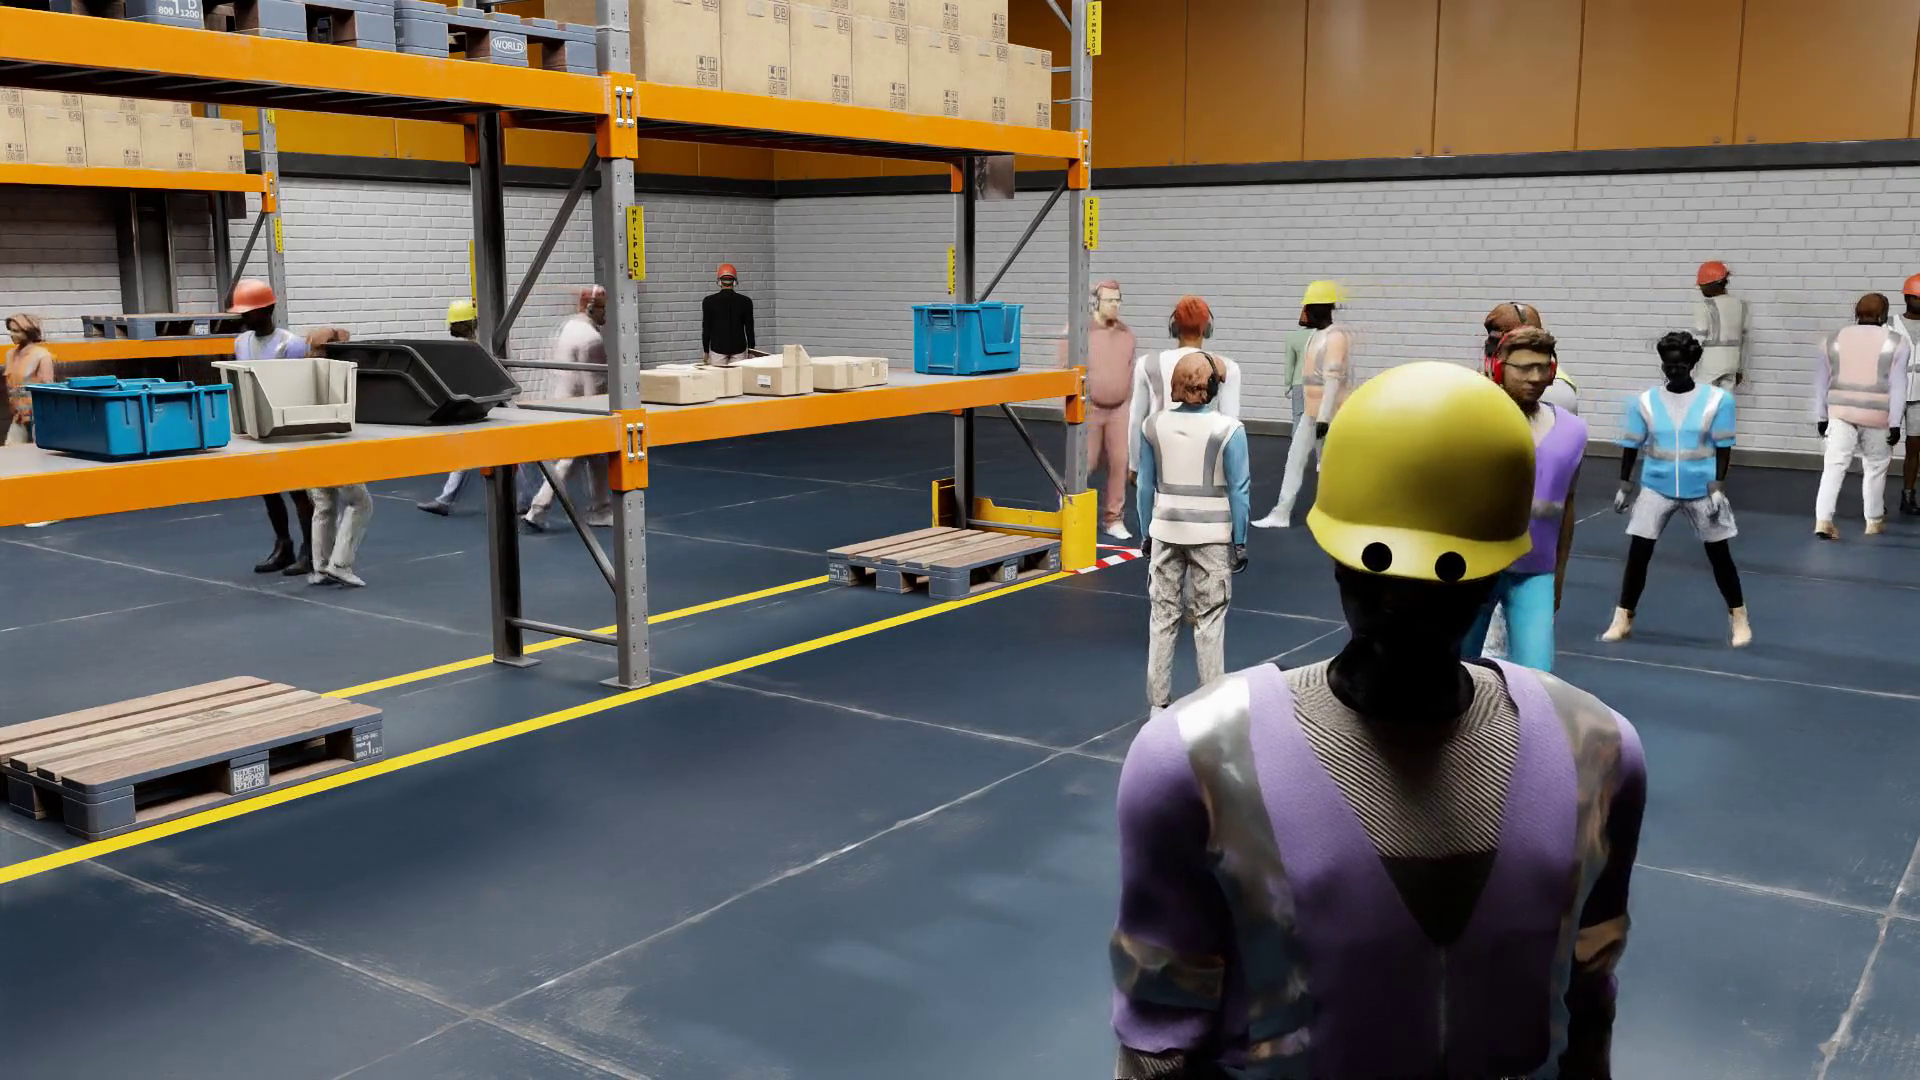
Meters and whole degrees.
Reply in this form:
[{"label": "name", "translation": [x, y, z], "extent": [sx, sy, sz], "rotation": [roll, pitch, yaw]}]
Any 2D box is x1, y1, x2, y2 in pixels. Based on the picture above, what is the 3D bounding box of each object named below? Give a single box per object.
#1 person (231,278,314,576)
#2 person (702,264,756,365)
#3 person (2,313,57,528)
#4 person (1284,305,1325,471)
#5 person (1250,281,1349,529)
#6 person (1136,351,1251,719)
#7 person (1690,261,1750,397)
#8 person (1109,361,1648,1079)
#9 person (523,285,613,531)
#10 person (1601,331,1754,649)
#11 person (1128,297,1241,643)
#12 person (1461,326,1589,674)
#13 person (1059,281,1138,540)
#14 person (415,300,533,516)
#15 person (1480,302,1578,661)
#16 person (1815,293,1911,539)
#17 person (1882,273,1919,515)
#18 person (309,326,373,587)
[{"label": "person", "translation": [-4.412, -0.709, 10.652], "extent": [0.559, 1.915, 0.439], "rotation": [4, 10, 20]}, {"label": "person", "translation": [-2.692, -2.210, 19.368], "extent": [0.612, 1.988, 0.402], "rotation": [-3, 10, -15]}, {"label": "person", "translation": [-7.056, -0.904, 12.633], "extent": [0.542, 1.624, 0.365], "rotation": [5, 11, 27]}, {"label": "person", "translation": [3.367, -1.469, 15.997], "extent": [0.500, 1.633, 0.285], "rotation": [2, 10, 12]}, {"label": "person", "translation": [2.735, -0.994, 12.455], "extent": [0.979, 1.882, 0.603], "rotation": [-1, 10, -8]}, {"label": "person", "translation": [1.003, 0.008, 7.183], "extent": [0.523, 1.638, 0.310], "rotation": [6, 11, 33]}, {"label": "person", "translation": [7.105, -1.606, 15.697], "extent": [0.857, 2.014, 0.467], "rotation": [-3, 10, -20]}, {"label": "person", "translation": [0.454, 0.768, 1.812], "extent": [0.589, 1.924, 0.384], "rotation": [-2, 10, -10]}, {"label": "person", "translation": [-2.904, -0.977, 12.435], "extent": [0.816, 1.856, 0.657], "rotation": [-3, 10, -15]}, {"label": "person", "translation": [3.802, -0.257, 8.725], "extent": [0.720, 1.659, 0.466], "rotation": [6, 11, 31]}, {"label": "person", "translation": [1.198, -0.379, 8.949], "extent": [0.592, 1.834, 1.012], "rotation": [1, 10, 7]}, {"label": "person", "translation": [1.991, 0.105, 6.141], "extent": [0.559, 1.804, 0.961], "rotation": [0, 10, 1]}, {"label": "person", "translation": [1.002, -0.959, 12.219], "extent": [0.648, 1.884, 0.678], "rotation": [-4, 10, -23]}, {"label": "person", "translation": [-3.805, -1.012, 13.027], "extent": [0.915, 1.712, 0.519], "rotation": [-5, 11, -26]}, {"label": "person", "translation": [2.496, -0.159, 7.586], "extent": [0.429, 1.839, 0.634], "rotation": [-3, 10, -17]}, {"label": "person", "translation": [6.550, -0.900, 12.133], "extent": [0.944, 1.801, 0.639], "rotation": [-9, 13, -44]}, {"label": "person", "translation": [7.537, -1.151, 13.241], "extent": [0.544, 1.930, 0.389], "rotation": [2, 10, 13]}, {"label": "person", "translation": [-3.876, -0.511, 10.321], "extent": [0.399, 1.623, 0.523], "rotation": [-7, 12, -37]}]
